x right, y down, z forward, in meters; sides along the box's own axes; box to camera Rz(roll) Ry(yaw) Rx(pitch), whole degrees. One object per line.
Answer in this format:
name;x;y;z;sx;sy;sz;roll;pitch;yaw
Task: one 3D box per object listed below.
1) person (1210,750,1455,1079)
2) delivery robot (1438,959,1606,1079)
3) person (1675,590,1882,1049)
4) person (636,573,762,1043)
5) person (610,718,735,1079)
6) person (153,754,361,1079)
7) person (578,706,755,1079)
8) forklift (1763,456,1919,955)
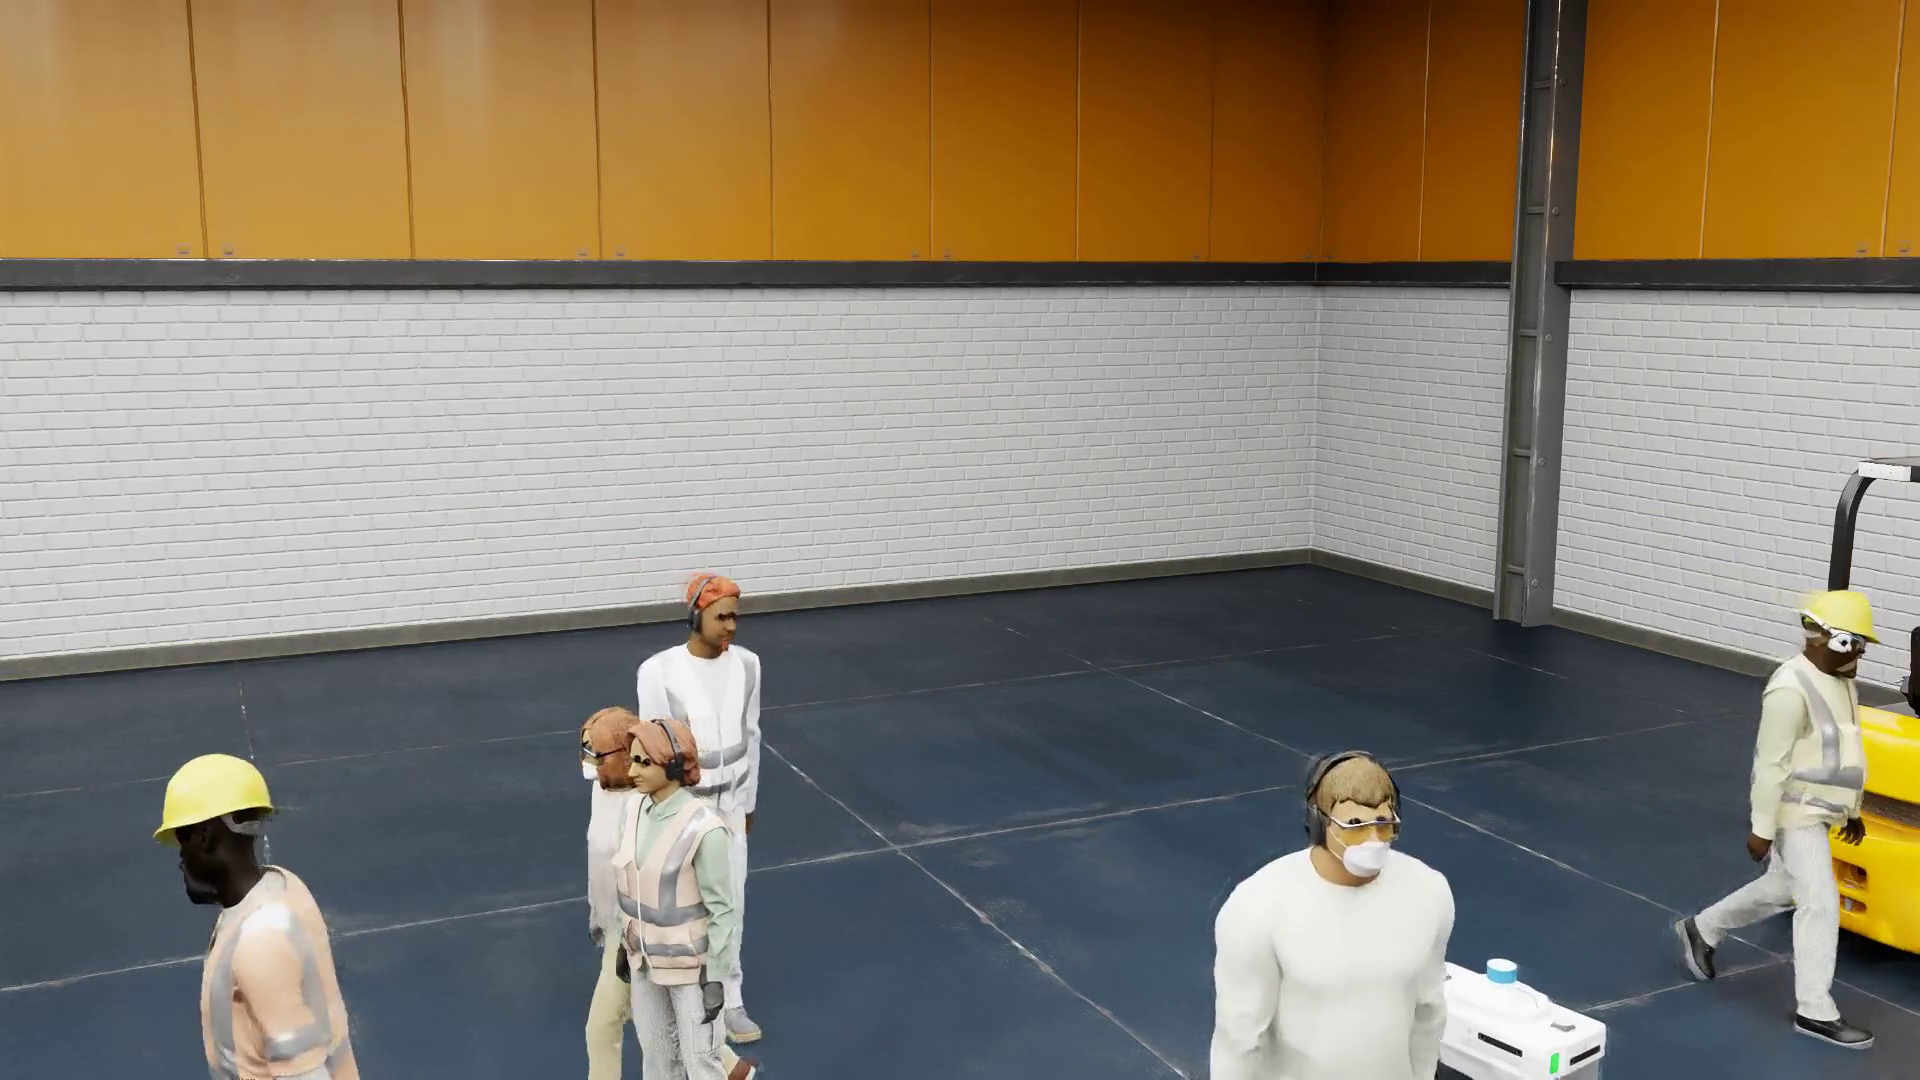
person;0.893;1.417;4.190;0.636;1.915;0.798;-3;10;-16
delivery robot;1.940;1.755;5.988;0.477;0.478;0.707;-7;11;-36
person;3.346;1.067;6.762;0.810;1.785;0.605;8;12;42
person;-1.079;1.041;6.661;0.585;1.868;0.701;-8;12;-40
person;-0.923;1.366;5.337;0.523;1.638;0.309;8;12;41
person;-1.663;1.450;4.064;0.503;1.879;0.615;-3;10;-21
person;-1.074;1.333;5.680;0.750;1.609;0.505;-4;10;-25
forklift;4.857;0.731;7.561;2.313;2.155;1.214;-4;10;-25
